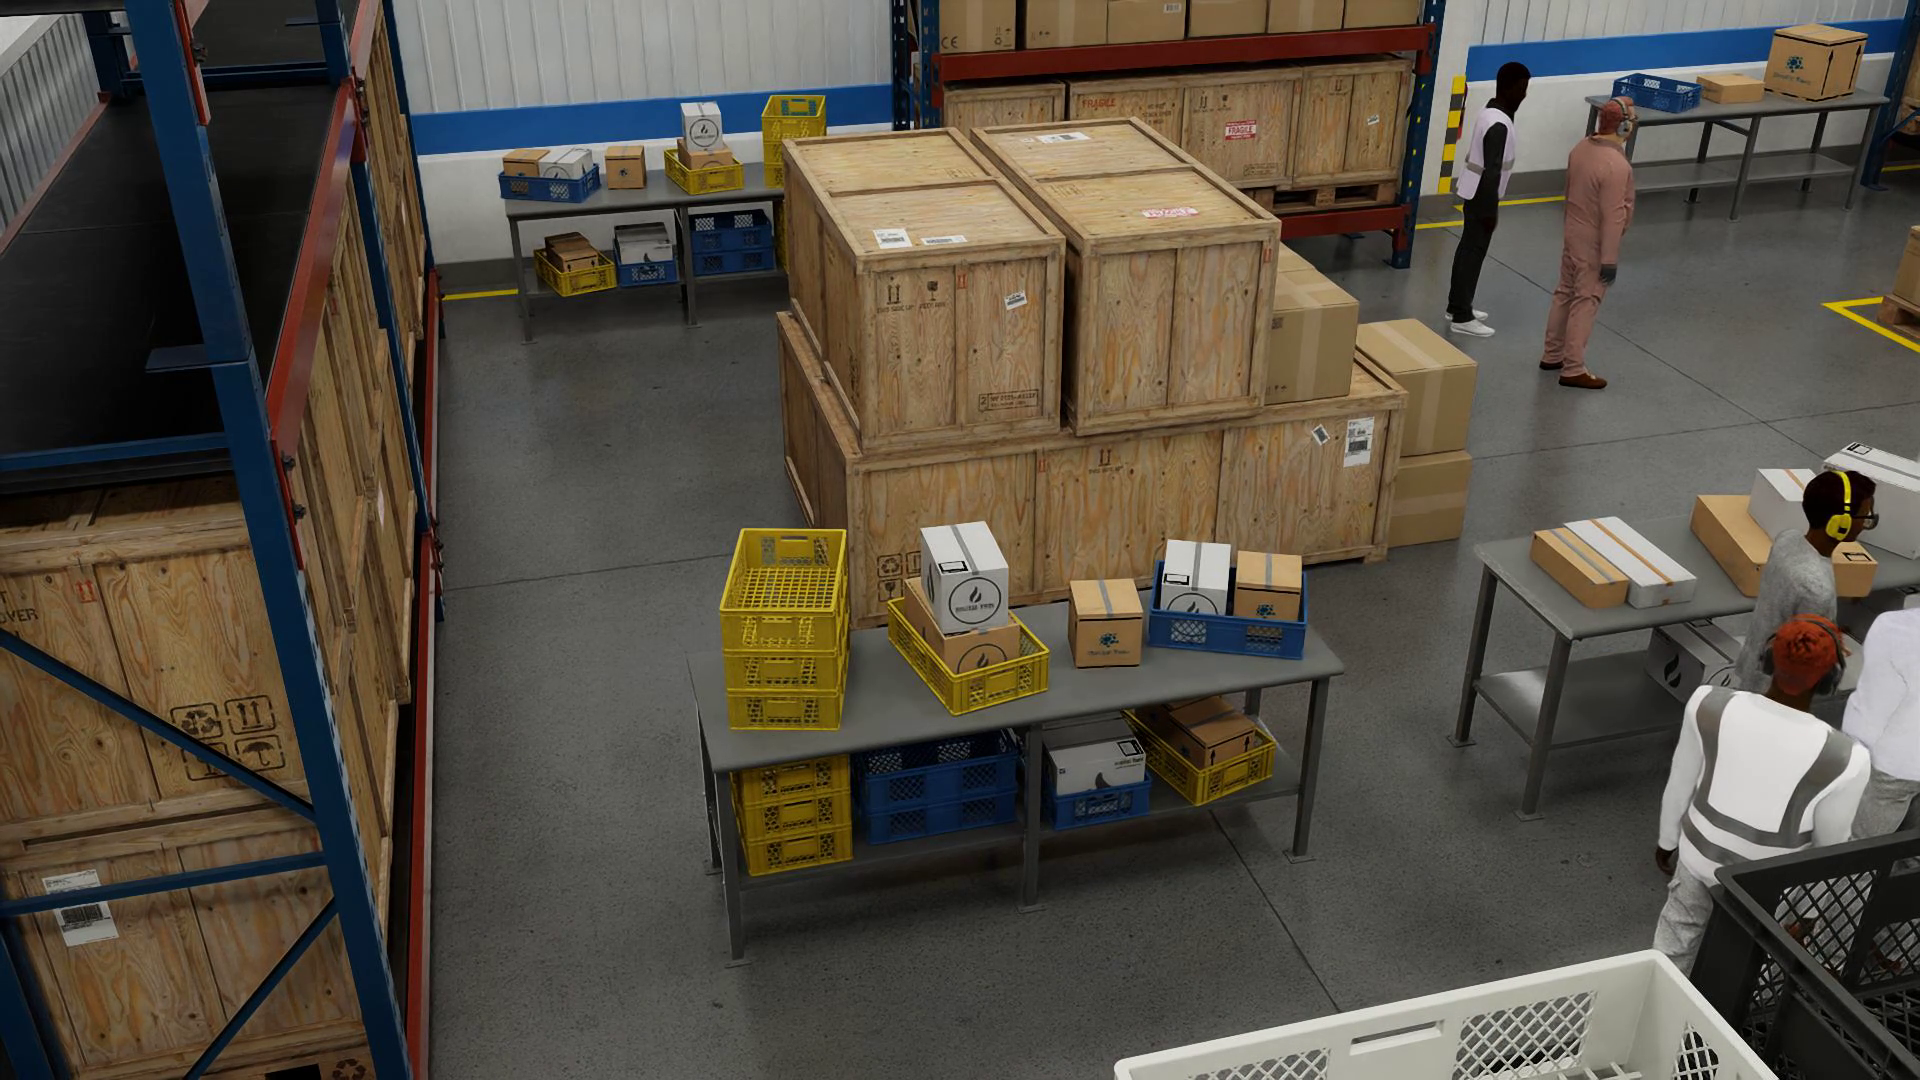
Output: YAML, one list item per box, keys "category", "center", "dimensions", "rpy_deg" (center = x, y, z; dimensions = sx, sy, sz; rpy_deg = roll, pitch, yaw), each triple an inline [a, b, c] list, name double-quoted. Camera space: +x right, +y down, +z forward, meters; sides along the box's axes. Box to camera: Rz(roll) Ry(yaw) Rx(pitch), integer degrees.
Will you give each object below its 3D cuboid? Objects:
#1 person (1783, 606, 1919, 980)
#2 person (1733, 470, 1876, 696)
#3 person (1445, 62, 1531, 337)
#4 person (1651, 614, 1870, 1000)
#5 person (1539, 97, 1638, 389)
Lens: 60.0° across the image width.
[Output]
- category: "person"
  center: [3.389, 0.788, 5.944]
  dimensions: [0.631, 1.939, 0.372]
  rpy_deg: [-3, 29, -6]
- category: "person"
  center: [3.158, 0.580, 6.404]
  dimensions: [0.335, 1.866, 0.515]
  rpy_deg: [5, 29, 9]
- category: "person"
  center: [3.716, -2.423, 11.798]
  dimensions: [0.399, 1.913, 0.590]
  rpy_deg: [5, 29, 10]
- category: "person"
  center: [2.575, 1.075, 5.487]
  dimensions: [0.564, 1.880, 0.358]
  rpy_deg: [24, 37, 37]
- category: "person"
  center: [4.185, -1.958, 10.963]
  dimensions: [0.403, 1.905, 0.673]
  rpy_deg: [-3, 29, -5]
